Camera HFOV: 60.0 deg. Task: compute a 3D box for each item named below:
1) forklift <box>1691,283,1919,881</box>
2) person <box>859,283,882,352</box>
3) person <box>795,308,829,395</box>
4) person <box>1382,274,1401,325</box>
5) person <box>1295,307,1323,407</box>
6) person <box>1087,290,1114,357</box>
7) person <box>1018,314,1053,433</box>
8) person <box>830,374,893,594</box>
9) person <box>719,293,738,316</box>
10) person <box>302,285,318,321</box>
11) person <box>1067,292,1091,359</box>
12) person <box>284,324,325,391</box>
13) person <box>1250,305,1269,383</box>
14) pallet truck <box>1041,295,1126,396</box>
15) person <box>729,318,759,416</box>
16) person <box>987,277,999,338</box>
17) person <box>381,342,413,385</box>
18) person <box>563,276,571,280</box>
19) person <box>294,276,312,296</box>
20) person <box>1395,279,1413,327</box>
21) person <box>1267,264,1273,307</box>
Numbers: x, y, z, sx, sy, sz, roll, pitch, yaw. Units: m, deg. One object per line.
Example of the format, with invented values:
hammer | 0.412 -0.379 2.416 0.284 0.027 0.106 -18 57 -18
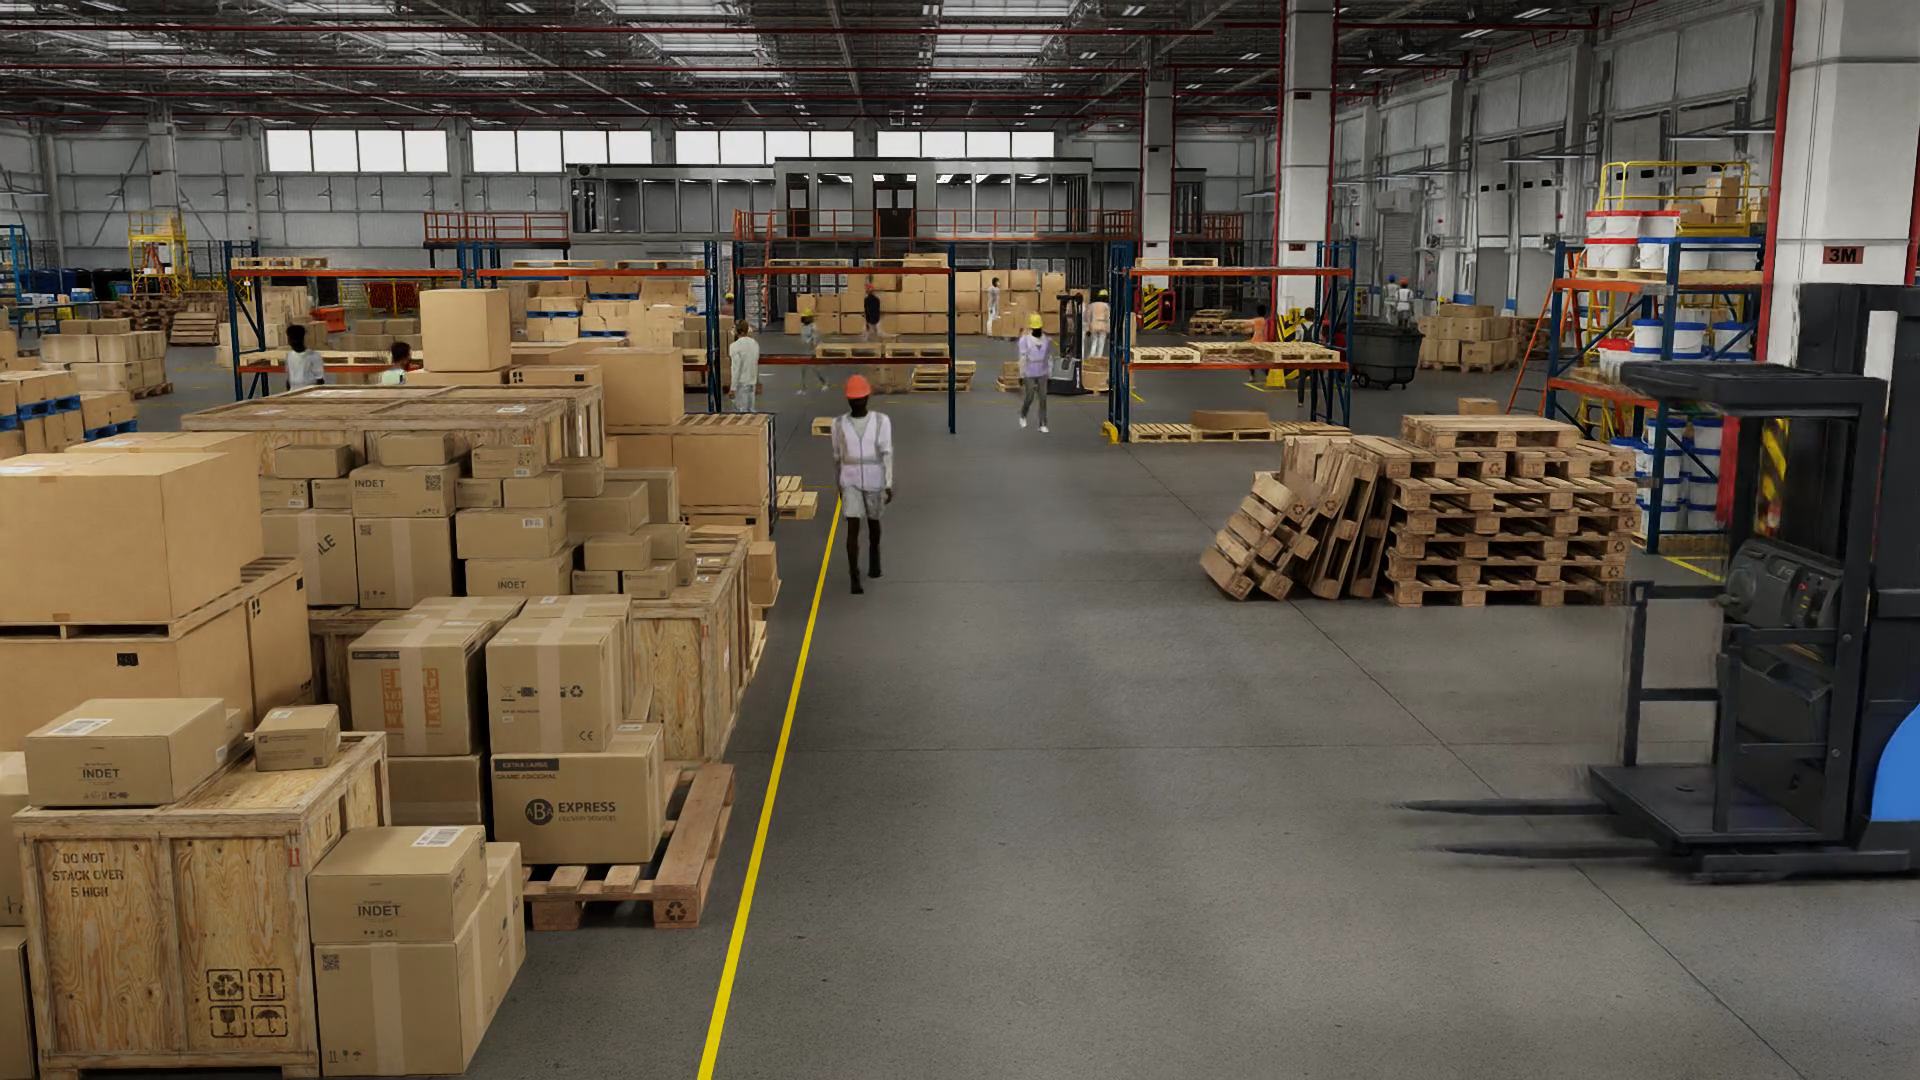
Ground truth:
forklift | 4.411 0.147 8.163 1.873 2.768 1.129 0 10 -2
person | -2.298 -5.792 43.893 1.037 1.941 0.640 9 13 40
person | -2.966 -3.772 33.233 0.488 1.724 0.753 8 13 38
person | 14.689 -8.078 56.656 0.609 1.928 0.817 0 10 3
person | 6.392 -3.340 30.491 0.507 1.840 0.343 4 11 21
person | 3.380 -5.057 39.913 0.633 1.884 0.476 4 11 21
person | 1.194 -2.662 26.540 0.636 1.899 0.596 -3 11 -18
person | -0.864 -0.528 14.672 0.539 1.907 0.939 -1 10 -3
person | -5.844 -5.388 42.157 0.554 1.746 0.589 -3 11 -16
person | -18.094 -6.128 46.020 0.503 1.828 0.703 -8 13 -38
person | 2.879 -5.130 40.537 0.634 1.825 0.694 2 10 9
person | -8.660 -1.868 21.987 0.661 1.956 0.393 4 11 23
person | 6.545 -4.248 36.009 0.546 1.660 0.832 8 13 39
pallet truck | 2.483 -3.881 33.060 1.885 1.965 0.823 -7 13 -36
person | -3.149 -2.208 23.938 0.424 1.940 0.640 5 11 24
person | 1.064 -7.307 52.354 0.379 1.931 0.625 4 11 22
person | -6.463 -1.312 19.061 0.597 1.898 0.652 10 14 43
person | -17.538 -11.281 74.734 0.589 1.844 0.964 0 10 -2
person | -22.896 -8.390 58.168 0.633 1.994 0.983 4 11 21
person | 13.908 -7.245 52.158 0.582 1.886 0.984 3 11 18
person | 14.567 -11.888 77.692 0.393 1.992 0.631 9 13 40
